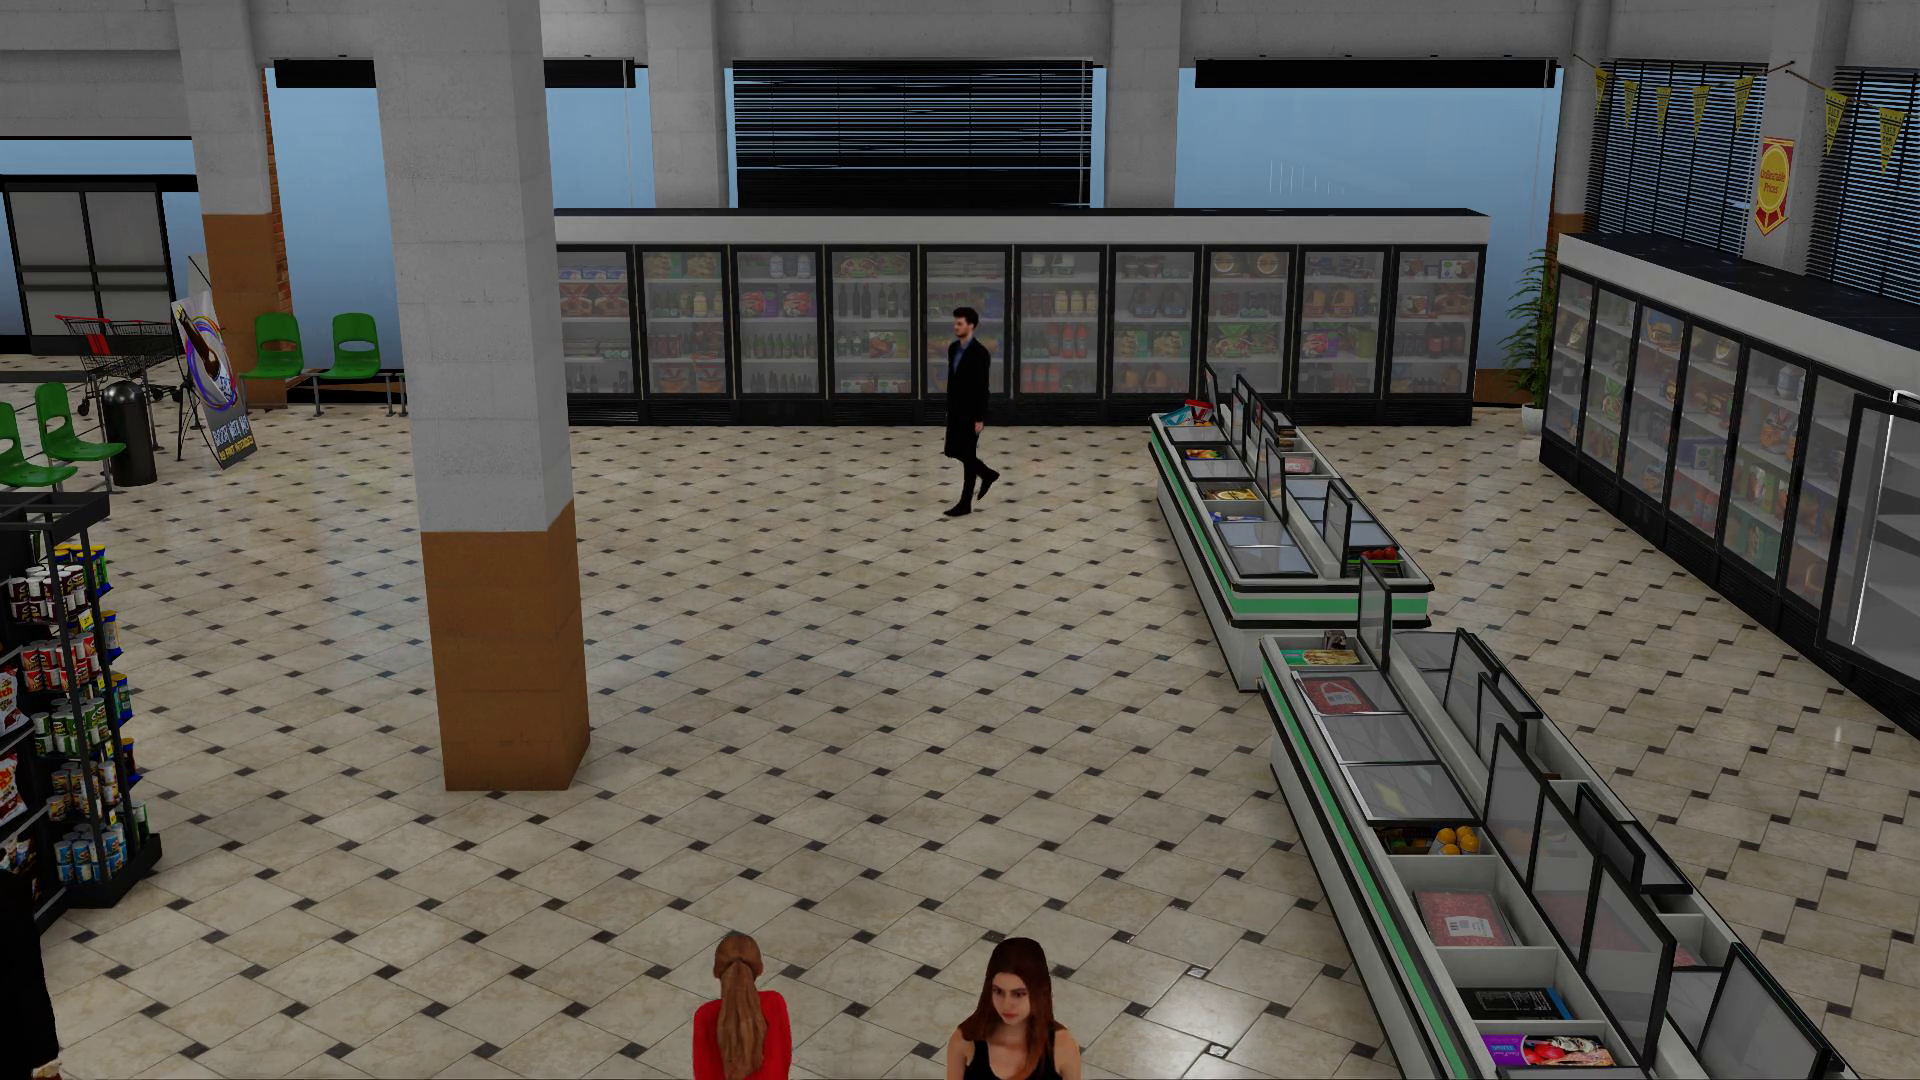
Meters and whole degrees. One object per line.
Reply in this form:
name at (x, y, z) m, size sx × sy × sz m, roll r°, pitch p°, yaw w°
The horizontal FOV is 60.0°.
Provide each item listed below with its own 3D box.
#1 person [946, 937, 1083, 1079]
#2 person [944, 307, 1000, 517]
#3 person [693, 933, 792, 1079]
person at (0.179, 1.927, 5.052) m, size 0.798 × 1.683 × 1.230 m, roll 5°, pitch 17°, yaw 15°
person at (0.124, -1.160, 14.880) m, size 1.029 × 1.880 × 0.998 m, roll -11°, pitch 20°, yaw -32°
person at (-0.716, 1.960, 5.659) m, size 0.562 × 1.266 × 0.717 m, roll -3°, pitch 17°, yaw -10°
